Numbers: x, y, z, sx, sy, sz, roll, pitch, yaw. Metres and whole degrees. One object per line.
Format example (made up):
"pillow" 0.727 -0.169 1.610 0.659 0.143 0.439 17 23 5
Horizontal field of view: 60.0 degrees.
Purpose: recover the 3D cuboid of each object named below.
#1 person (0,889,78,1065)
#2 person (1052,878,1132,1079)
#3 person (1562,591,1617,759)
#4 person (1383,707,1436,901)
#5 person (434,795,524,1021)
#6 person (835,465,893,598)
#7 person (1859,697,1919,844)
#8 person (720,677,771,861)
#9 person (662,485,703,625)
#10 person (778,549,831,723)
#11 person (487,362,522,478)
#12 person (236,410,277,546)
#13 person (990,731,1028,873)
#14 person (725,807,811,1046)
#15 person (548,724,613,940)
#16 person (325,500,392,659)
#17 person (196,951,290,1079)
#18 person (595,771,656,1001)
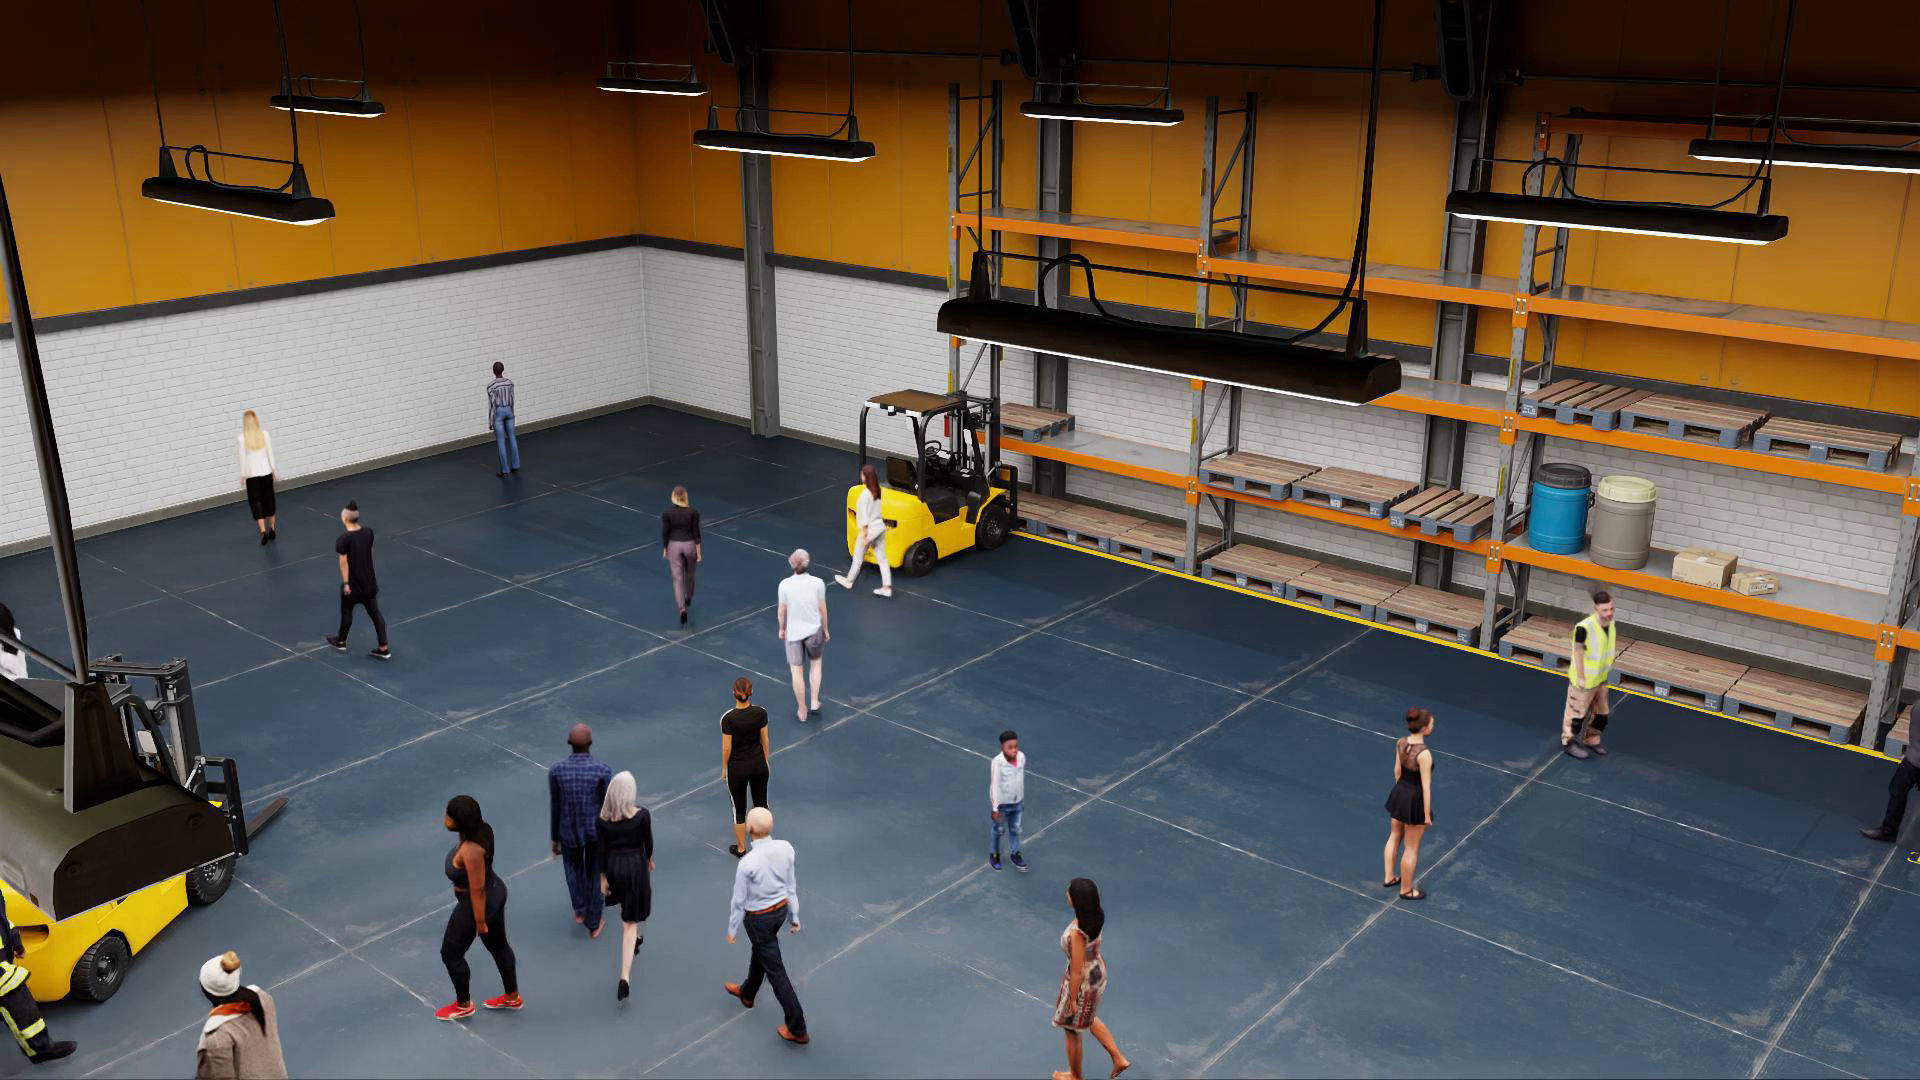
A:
"person" -6.880 2.882 11.507 1.222 1.782 1.287 -5 19 -14
"person" 0.917 3.036 11.285 0.862 1.631 0.746 9 21 25
"person" 6.115 1.292 16.197 0.858 1.801 0.859 -16 25 -40
"person" 3.733 2.165 13.799 0.734 1.677 0.640 -7 20 -20
"person" -3.412 2.668 12.123 1.006 1.793 0.935 1 19 2
"person" -1.023 -0.080 20.503 1.048 1.653 0.714 11 22 30
"person" 8.486 1.875 14.457 1.141 1.806 0.772 14 23 35
"person" -1.852 1.963 14.411 0.652 1.669 0.634 -9 21 -25
"person" -3.286 0.216 19.677 1.000 1.619 1.140 -4 19 -12
"person" -1.603 1.005 17.023 0.819 1.819 0.875 -2 19 -7
"person" -7.028 -1.863 25.576 0.528 1.795 0.631 14 23 36
"person" -9.463 -0.844 22.450 0.679 1.859 0.711 -15 24 -38
"person" 0.407 2.213 14.301 0.562 1.266 0.607 -8 20 -24
"person" -1.334 2.784 11.857 1.202 1.744 0.692 17 25 41
"person" -2.965 2.329 13.111 0.828 1.806 0.880 -3 19 -8
"person" -6.653 0.466 18.604 1.137 1.830 0.827 10 21 27
"person" -4.313 3.306 10.070 0.830 1.896 0.813 4 19 11
"person" -2.484 2.609 12.464 1.147 1.687 1.124 -1 19 -2
